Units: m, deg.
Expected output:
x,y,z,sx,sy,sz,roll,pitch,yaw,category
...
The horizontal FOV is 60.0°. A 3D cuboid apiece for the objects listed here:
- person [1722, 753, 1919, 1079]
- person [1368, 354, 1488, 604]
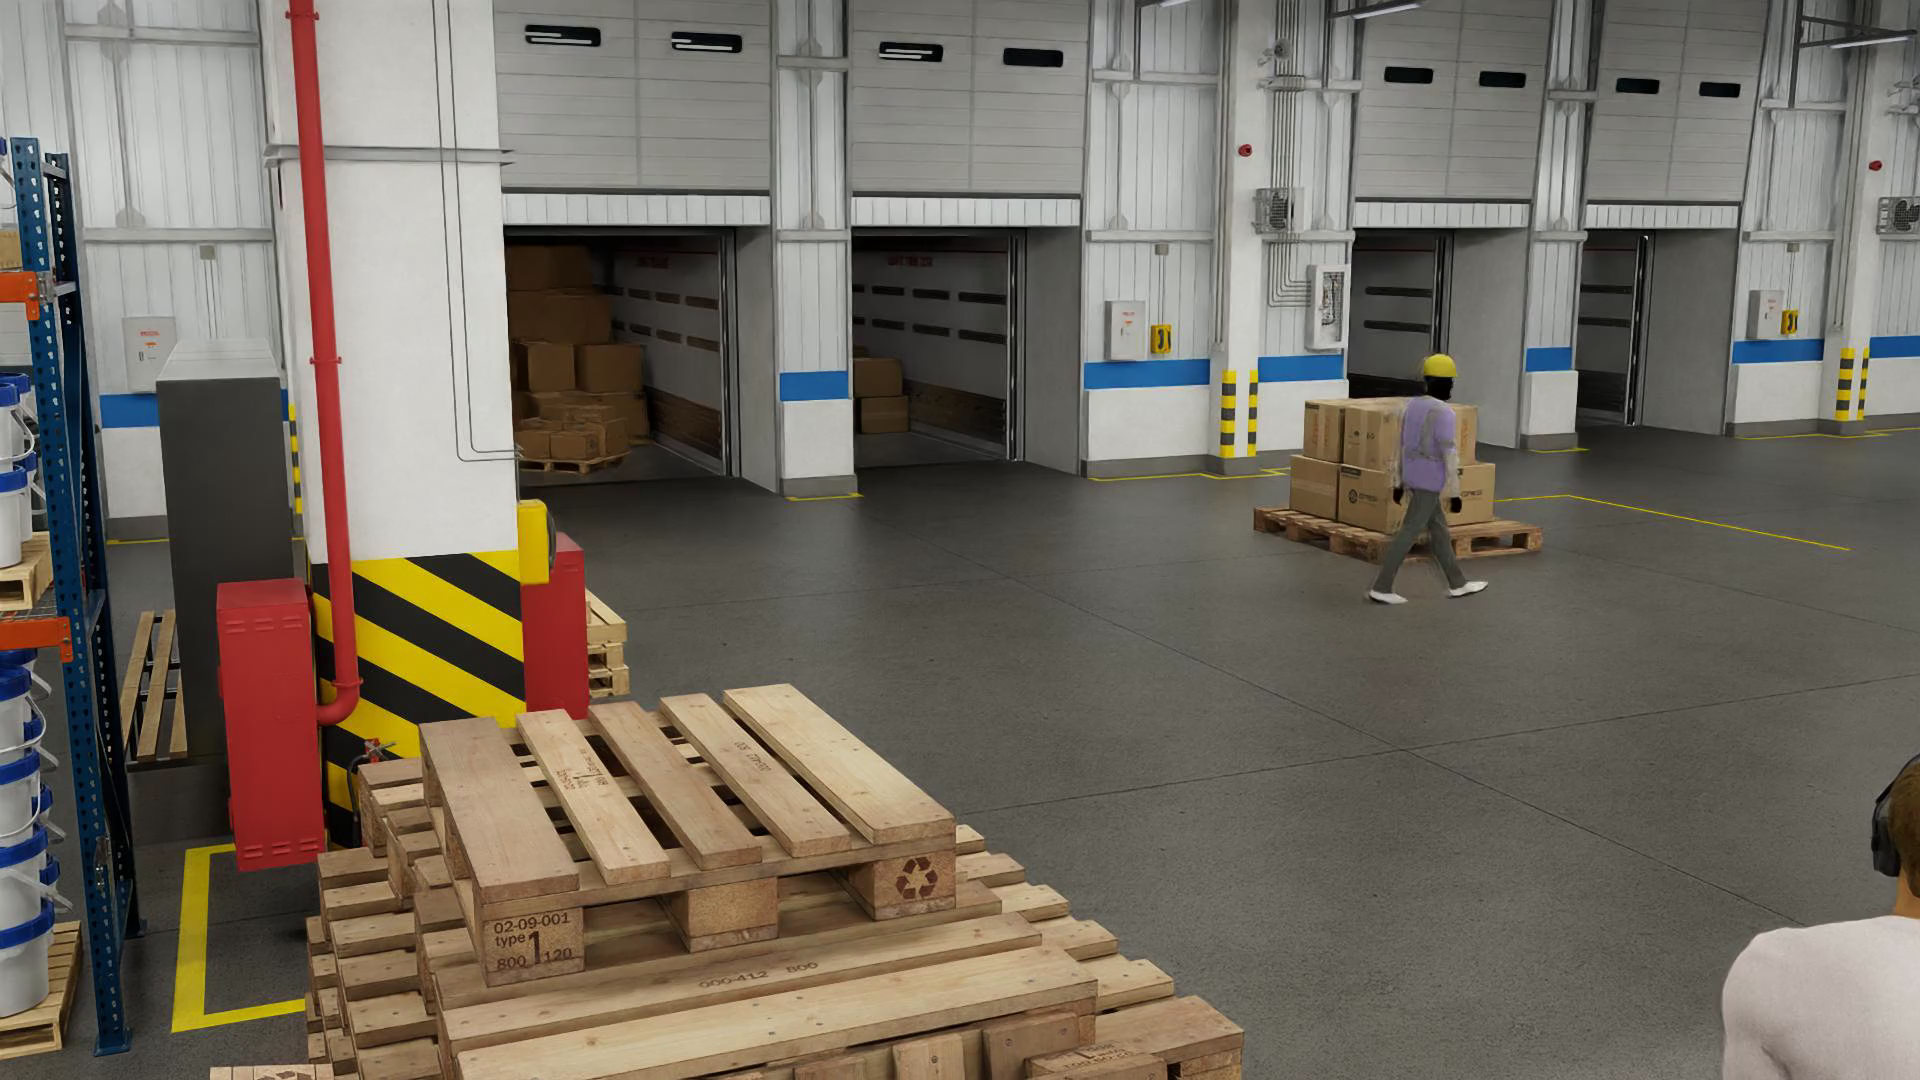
x,y,z,sx,sy,sz,roll,pitch,yaw,category
1.552,1.284,2.720,0.627,1.936,0.373,6,12,28,person
3.521,-0.447,12.417,1.017,1.871,0.607,-2,11,-12,person
